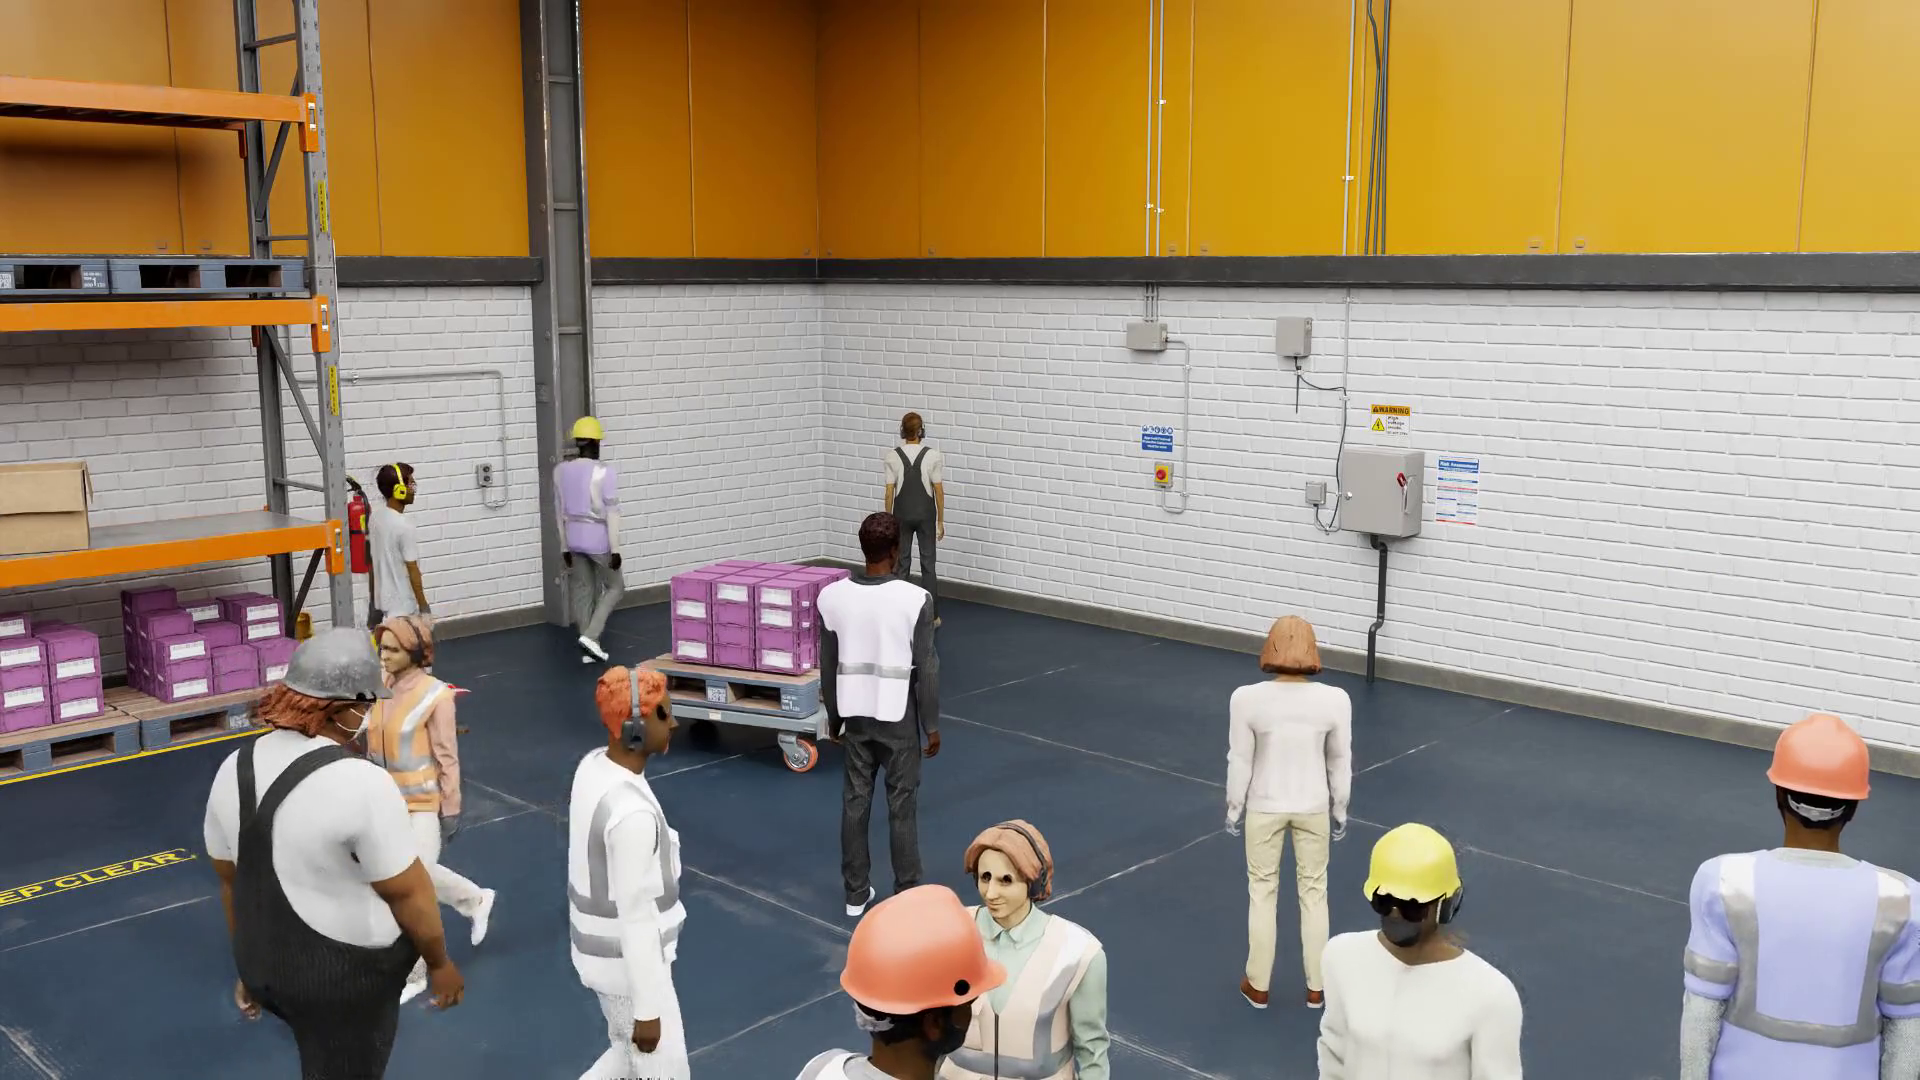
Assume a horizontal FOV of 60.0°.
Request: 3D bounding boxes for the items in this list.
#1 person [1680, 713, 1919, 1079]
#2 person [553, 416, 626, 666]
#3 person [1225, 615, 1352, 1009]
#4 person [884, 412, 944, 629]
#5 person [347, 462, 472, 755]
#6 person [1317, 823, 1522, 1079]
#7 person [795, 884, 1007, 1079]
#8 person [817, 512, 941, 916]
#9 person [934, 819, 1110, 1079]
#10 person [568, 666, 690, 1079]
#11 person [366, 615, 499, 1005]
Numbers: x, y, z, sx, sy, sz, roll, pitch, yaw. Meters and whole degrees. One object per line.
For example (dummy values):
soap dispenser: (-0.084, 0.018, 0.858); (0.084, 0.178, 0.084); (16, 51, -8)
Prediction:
person: (2.106, 1.389, 4.221); (0.552, 1.936, 0.360); (3, 10, 17)
person: (-2.810, 0.016, 12.684); (0.596, 1.914, 0.413); (4, 10, 24)
person: (1.343, 1.116, 6.827); (0.507, 1.630, 0.268); (1, 9, 3)
person: (-0.383, -0.151, 13.970); (0.504, 1.839, 0.344); (0, 9, 2)
person: (-3.575, 0.426, 10.471); (0.920, 1.844, 0.526); (-8, 12, -39)
person: (1.117, 1.519, 4.098); (0.535, 1.720, 0.893); (6, 11, 34)
person: (-0.091, 1.575, 3.080); (0.376, 1.939, 0.547); (-7, 12, -37)
person: (-0.373, 0.824, 7.746); (0.588, 1.920, 0.390); (4, 10, 21)
person: (0.129, 1.520, 4.331); (0.523, 1.639, 0.306); (3, 10, 19)
person: (-1.067, 1.292, 5.048); (0.654, 1.865, 0.590); (-4, 10, -25)
person: (-2.240, 1.089, 7.019); (0.515, 1.619, 0.662); (7, 12, 37)
